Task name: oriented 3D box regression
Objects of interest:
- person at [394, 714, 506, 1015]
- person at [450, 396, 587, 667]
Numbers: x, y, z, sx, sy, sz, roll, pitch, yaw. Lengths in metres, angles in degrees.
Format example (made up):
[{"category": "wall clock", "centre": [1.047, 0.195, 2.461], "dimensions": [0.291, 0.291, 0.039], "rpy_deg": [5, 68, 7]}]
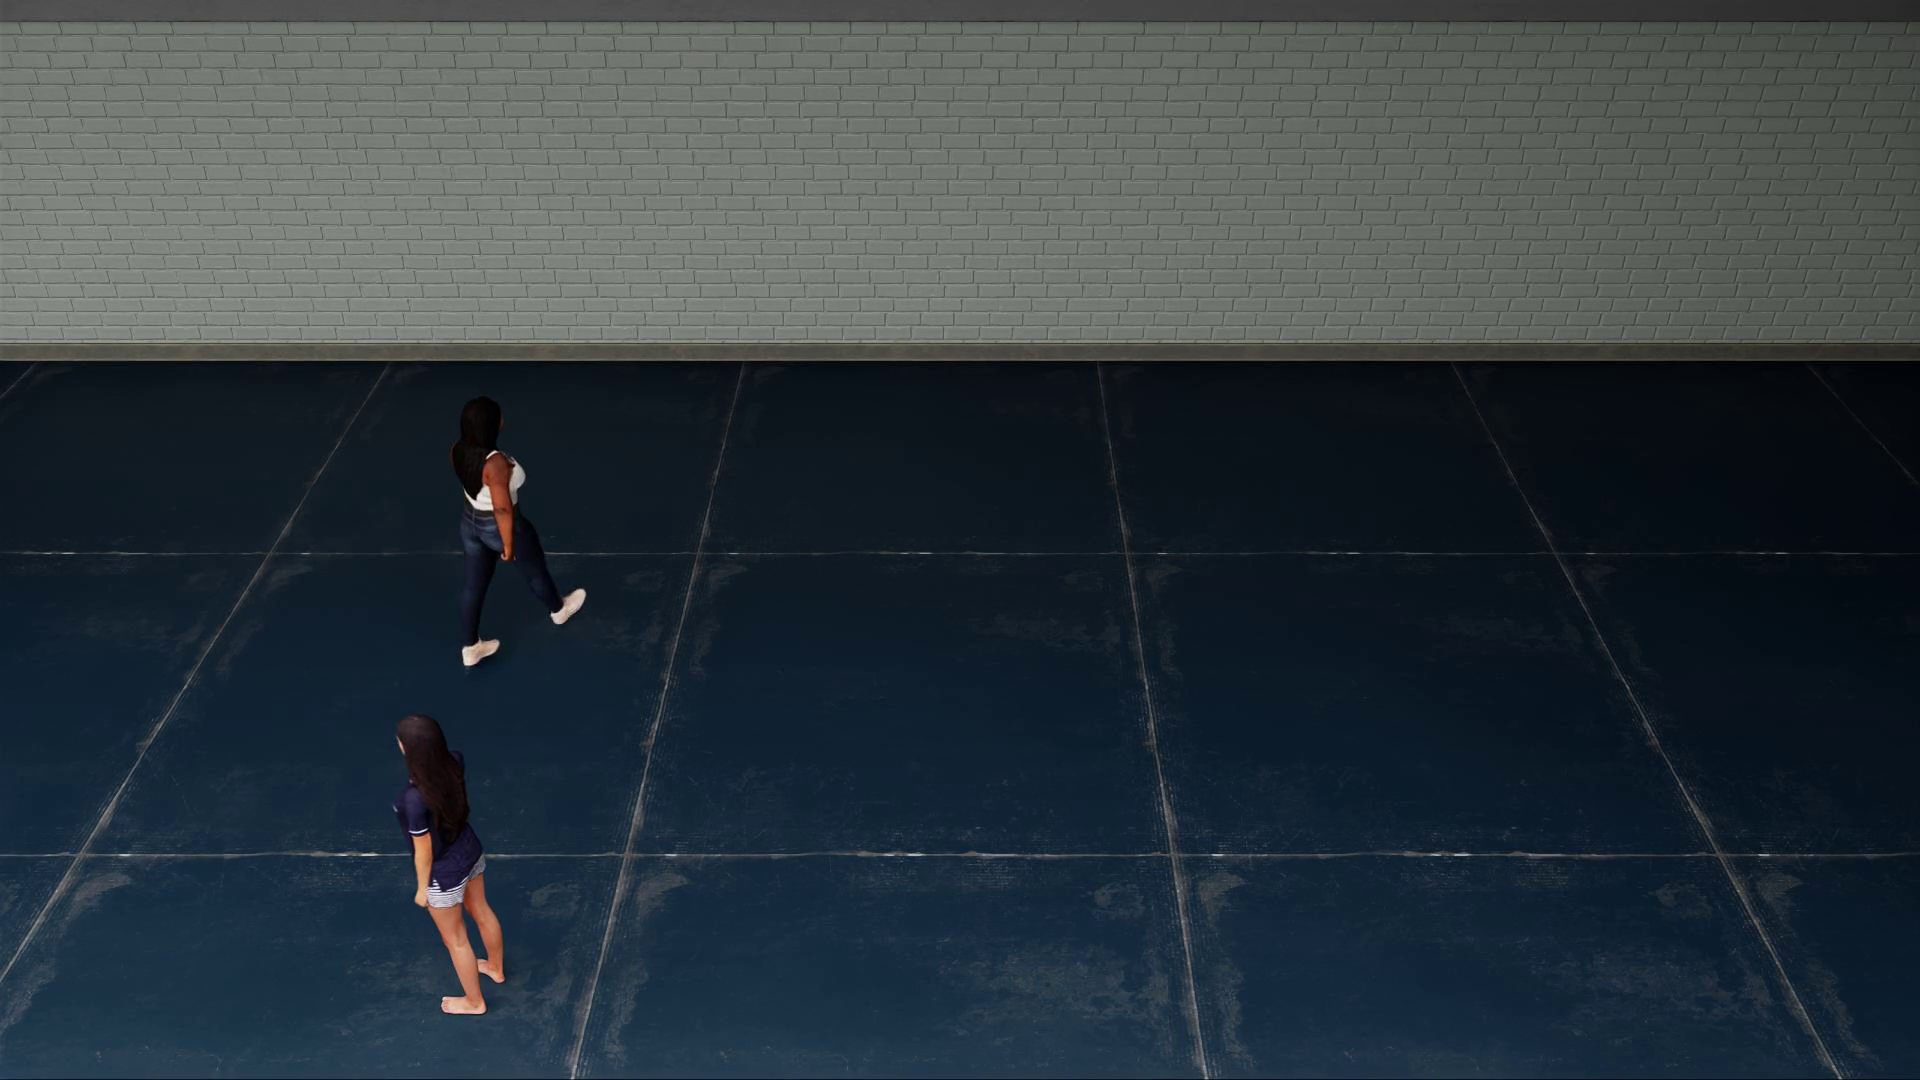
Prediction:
[{"category": "person", "centre": [-2.392, 1.526, 7.809], "dimensions": [0.690, 1.767, 0.558], "rpy_deg": [11, 34, 16]}, {"category": "person", "centre": [-2.921, -0.010, 10.176], "dimensions": [1.081, 1.761, 1.228], "rpy_deg": [22, 39, 30]}]
